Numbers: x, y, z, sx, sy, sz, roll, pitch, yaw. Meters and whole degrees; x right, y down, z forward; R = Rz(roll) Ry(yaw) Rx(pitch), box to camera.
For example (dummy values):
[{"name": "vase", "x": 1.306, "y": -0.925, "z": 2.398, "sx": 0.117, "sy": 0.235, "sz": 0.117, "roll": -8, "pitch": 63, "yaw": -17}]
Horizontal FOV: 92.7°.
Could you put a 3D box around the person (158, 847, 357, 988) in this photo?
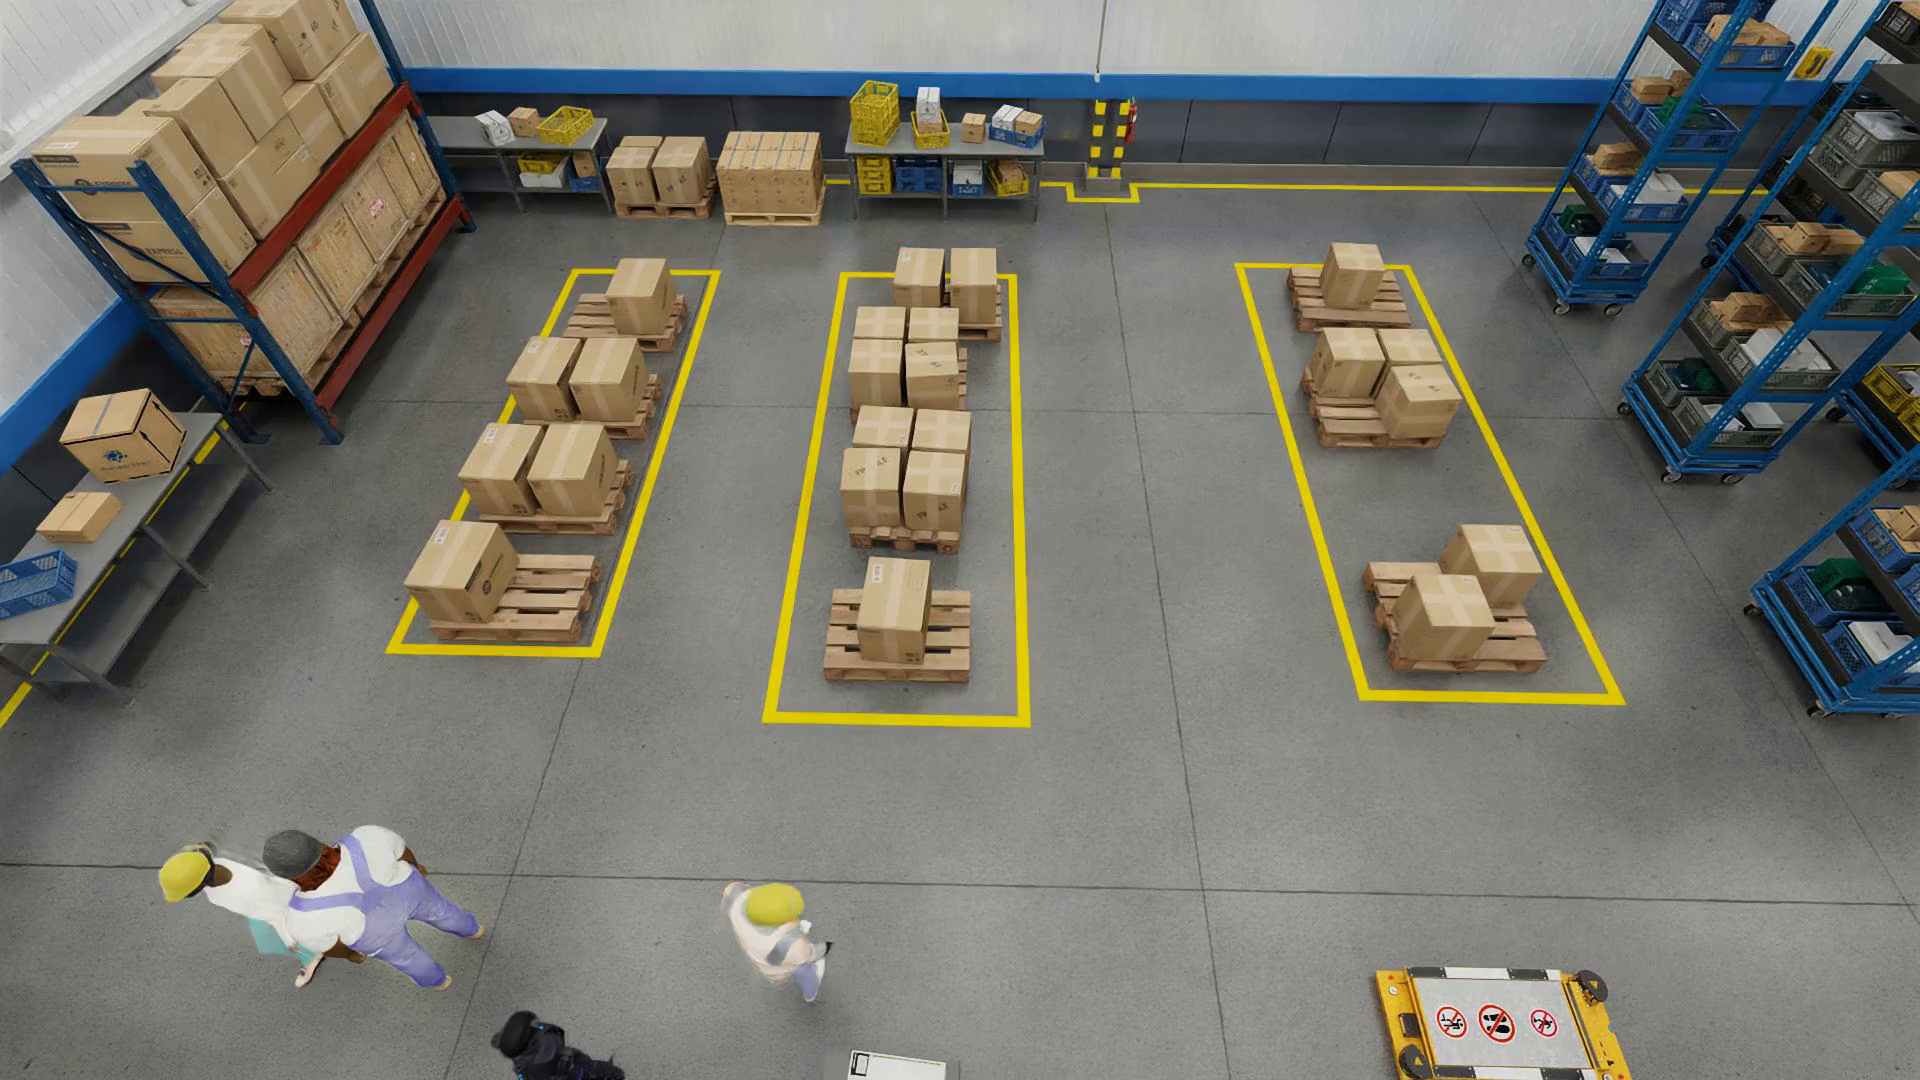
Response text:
[{"name": "person", "x": -4.259, "y": 2.333, "z": 5.636, "sx": 0.531, "sy": 1.742, "sz": 0.681, "roll": 11, "pitch": 52, "yaw": 9}]

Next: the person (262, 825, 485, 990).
[{"name": "person", "x": -3.555, "y": 2.202, "z": 5.549, "sx": 0.536, "sy": 2.000, "sz": 0.681, "roll": 19, "pitch": 53, "yaw": 15}]

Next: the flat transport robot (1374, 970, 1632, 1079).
[{"name": "flat transport robot", "x": 3.501, "y": 3.133, "z": 5.914, "sx": 1.431, "sy": 0.197, "sz": 0.652, "roll": 1, "pitch": 51, "yaw": 1}]

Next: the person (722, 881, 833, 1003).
[{"name": "person", "x": -1.080, "y": 2.348, "z": 5.528, "sx": 0.694, "sy": 1.886, "sz": 0.477, "roll": 31, "pitch": 57, "yaw": 23}]

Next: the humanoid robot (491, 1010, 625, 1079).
[{"name": "humanoid robot", "x": -2.218, "y": 2.977, "z": 5.148, "sx": 0.575, "sy": 1.647, "sz": 0.365, "roll": 7, "pitch": 51, "yaw": 6}]
